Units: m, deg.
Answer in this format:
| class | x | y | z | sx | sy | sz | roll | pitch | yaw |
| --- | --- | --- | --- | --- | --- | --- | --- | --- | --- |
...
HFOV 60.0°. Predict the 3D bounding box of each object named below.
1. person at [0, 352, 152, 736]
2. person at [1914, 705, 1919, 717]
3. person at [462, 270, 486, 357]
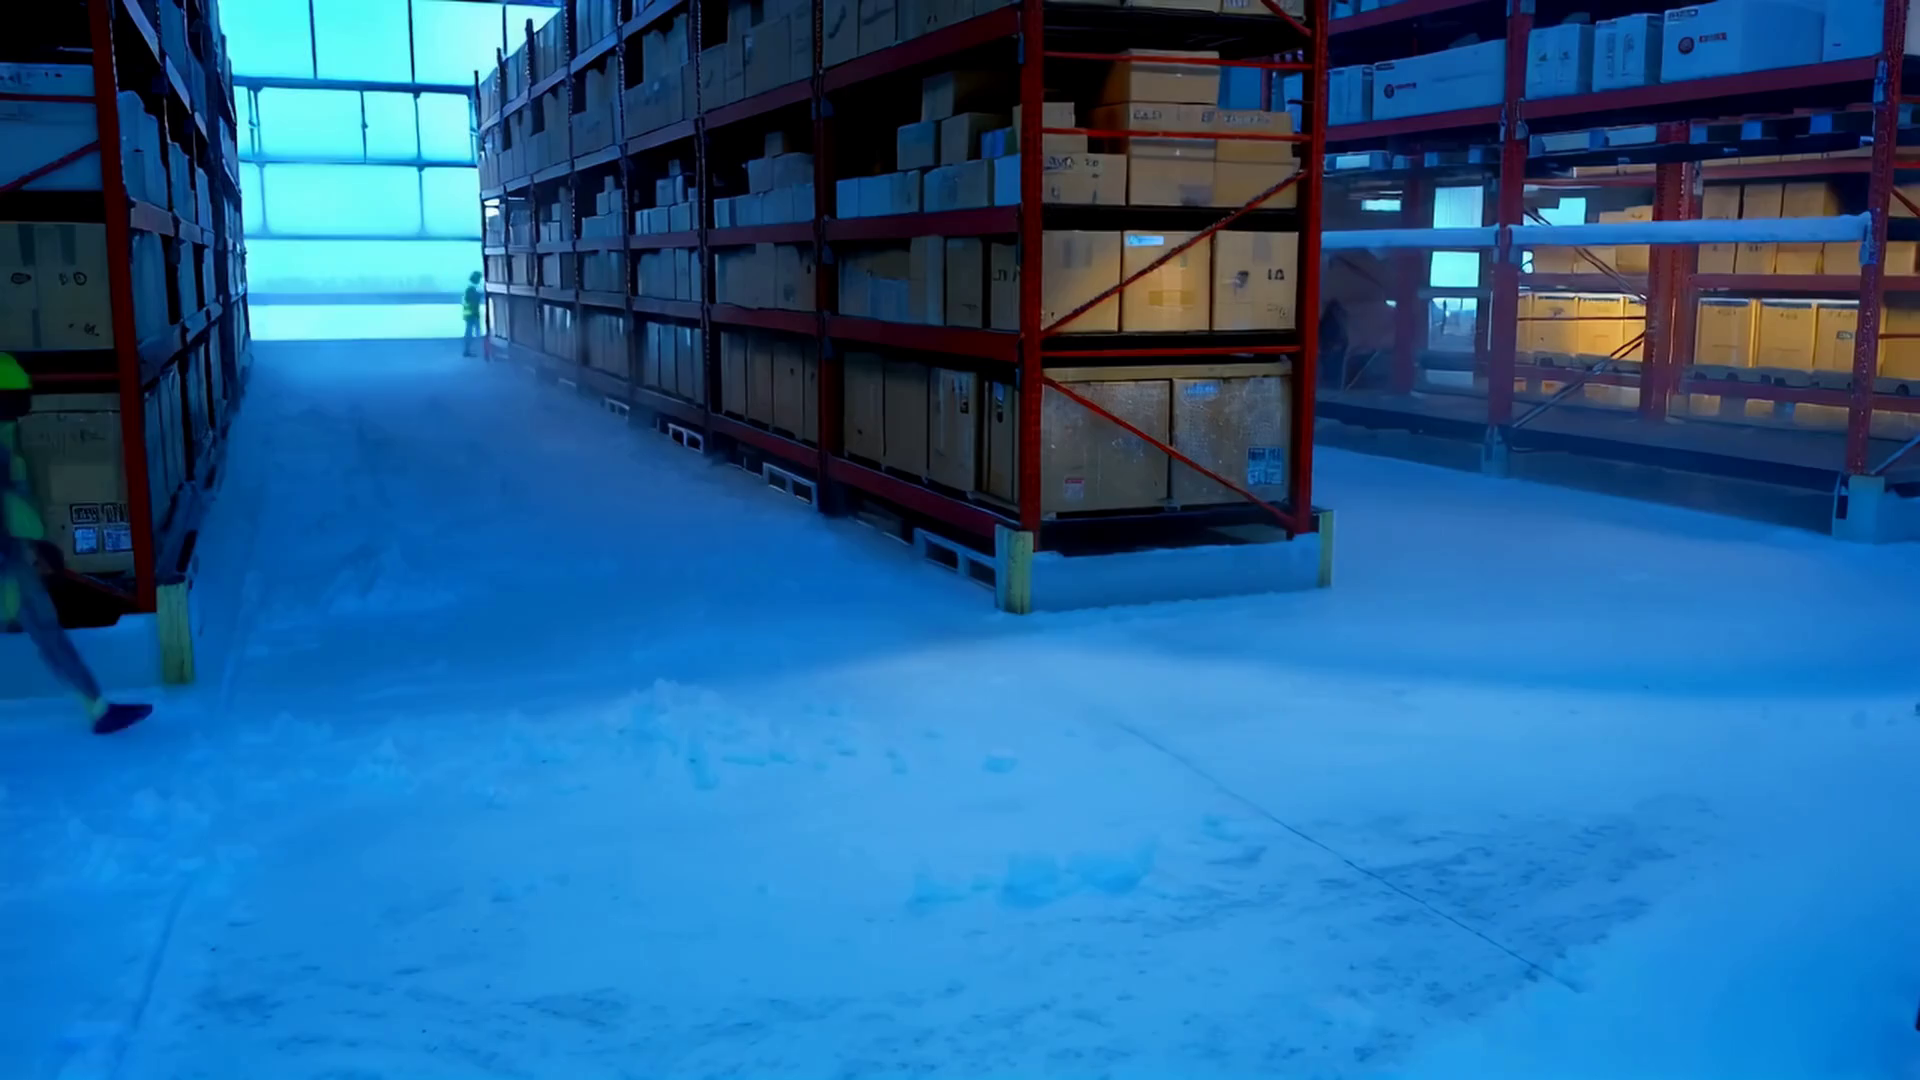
| class | x | y | z | sx | sy | sz | roll | pitch | yaw |
| --- | --- | --- | --- | --- | --- | --- | --- | --- | --- |
| person | -4.072 | 0.042 | 7.160 | 0.915 | 1.693 | 0.495 | -5 | 11 | -25 |
| person | 4.616 | -0.098 | 7.396 | 0.640 | 1.899 | 0.398 | 0 | 9 | 2 |
| person | -10.592 | -4.943 | 36.363 | 0.690 | 1.904 | 0.670 | -5 | 11 | -27 |
